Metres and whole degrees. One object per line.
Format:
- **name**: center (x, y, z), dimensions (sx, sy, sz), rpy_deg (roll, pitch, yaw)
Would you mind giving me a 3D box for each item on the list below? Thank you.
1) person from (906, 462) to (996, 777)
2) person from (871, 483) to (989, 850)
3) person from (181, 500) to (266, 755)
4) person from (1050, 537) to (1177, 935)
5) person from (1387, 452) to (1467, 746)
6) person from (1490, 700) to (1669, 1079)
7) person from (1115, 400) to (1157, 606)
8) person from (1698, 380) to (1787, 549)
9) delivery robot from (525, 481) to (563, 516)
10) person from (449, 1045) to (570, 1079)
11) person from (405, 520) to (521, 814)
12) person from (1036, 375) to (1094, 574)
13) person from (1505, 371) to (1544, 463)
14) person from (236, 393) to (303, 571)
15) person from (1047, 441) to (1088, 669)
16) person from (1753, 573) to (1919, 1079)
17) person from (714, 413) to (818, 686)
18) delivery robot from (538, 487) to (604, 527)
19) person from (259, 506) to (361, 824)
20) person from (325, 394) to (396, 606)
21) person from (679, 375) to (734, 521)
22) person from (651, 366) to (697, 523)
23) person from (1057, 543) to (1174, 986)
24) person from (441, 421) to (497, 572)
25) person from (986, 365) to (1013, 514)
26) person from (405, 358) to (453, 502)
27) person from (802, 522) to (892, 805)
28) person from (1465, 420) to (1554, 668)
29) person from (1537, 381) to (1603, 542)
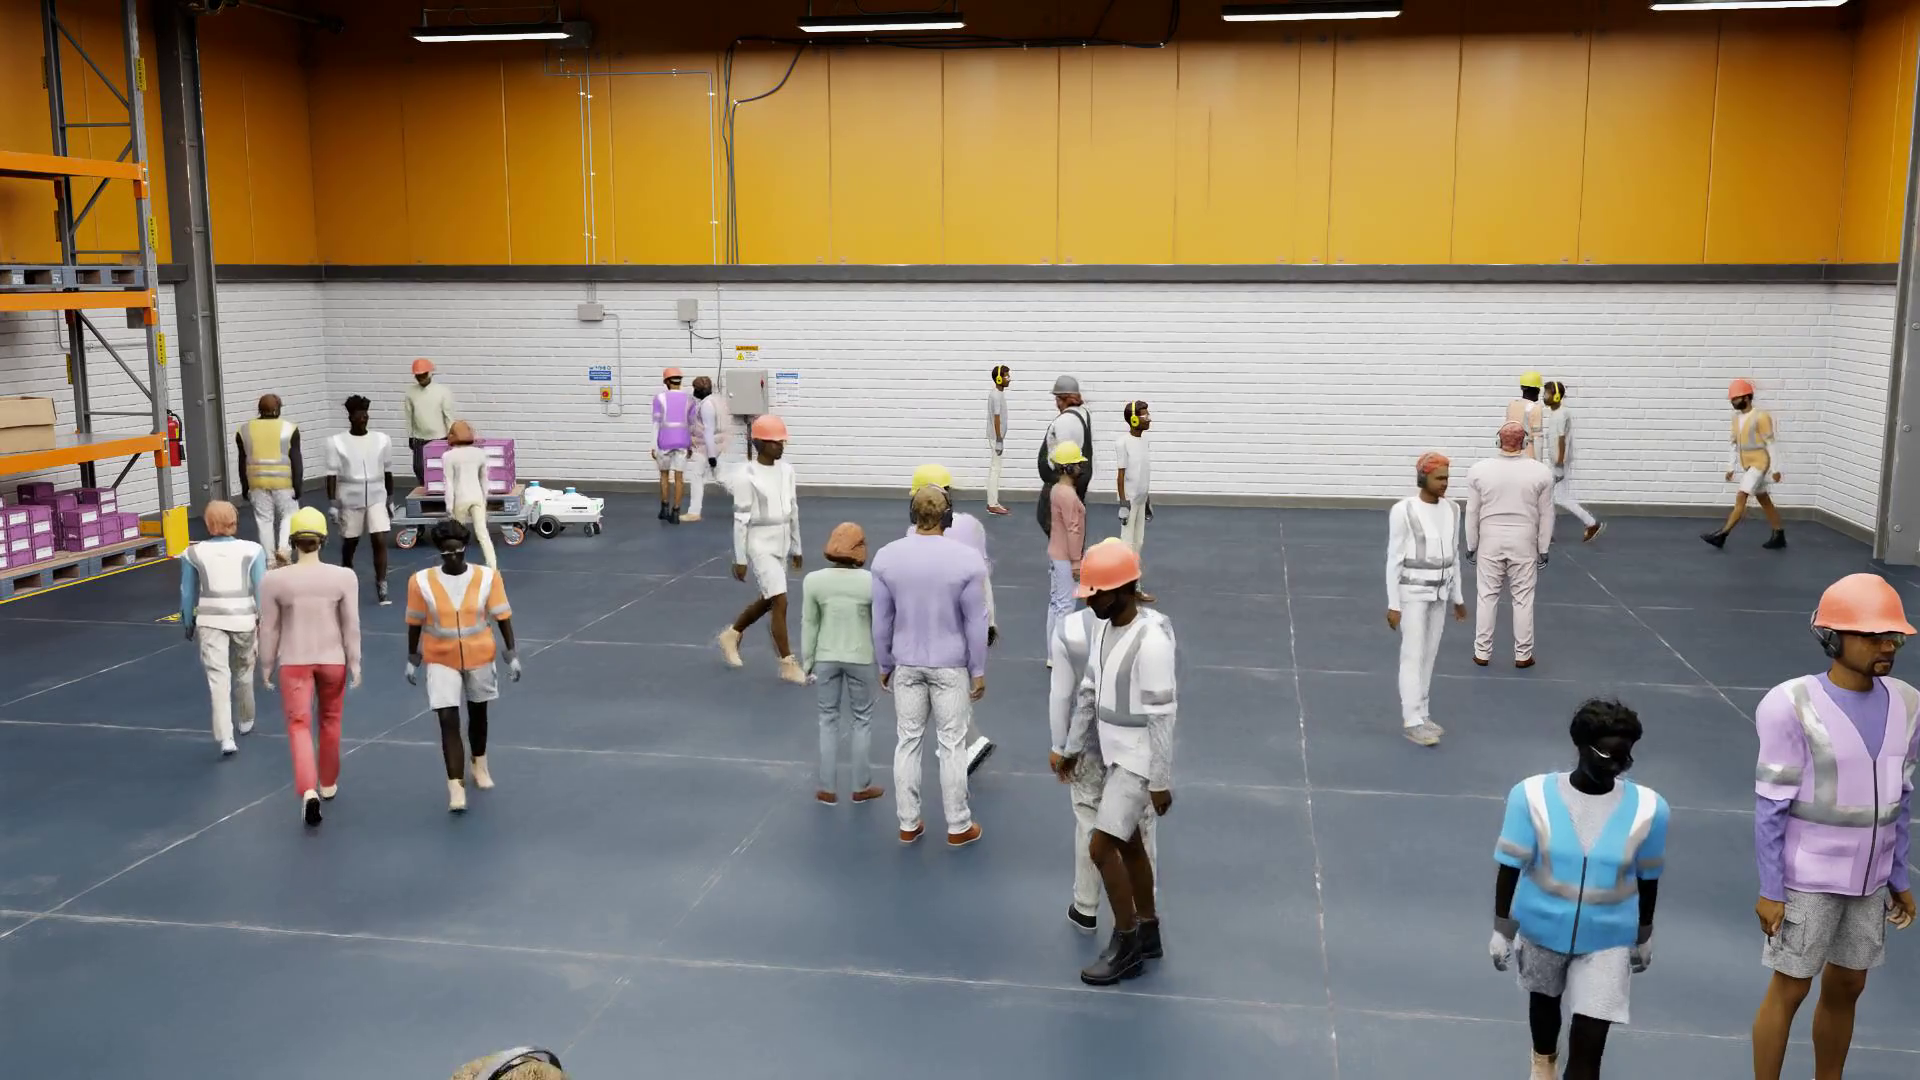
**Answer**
- **person**: center (-0.009, 0.485, 10.055), dimensions (0.621, 1.892, 0.760), rpy_deg (-7, 11, -36)
- **person**: center (-0.154, 0.667, 8.746), dimensions (0.629, 1.940, 0.379), rpy_deg (3, 10, 17)
- **person**: center (-4.676, 0.543, 10.596), dimensions (0.524, 1.590, 0.875), rpy_deg (-3, 10, -20)
- **person**: center (0.694, 0.899, 7.629), dimensions (0.586, 1.835, 0.403), rpy_deg (-1, 9, -5)
- **person**: center (3.033, 0.371, 10.783), dimensions (0.591, 1.883, 0.404), rpy_deg (-5, 11, -31)
- **person**: center (2.096, 1.313, 5.662), dimensions (0.534, 1.644, 0.906), rpy_deg (4, 10, 23)
- **person**: center (1.602, -0.334, 15.158), dimensions (0.328, 1.877, 0.513), rpy_deg (6, 11, 34)
- **person**: center (8.636, -0.815, 18.194), dimensions (1.025, 1.850, 0.552), rpy_deg (-1, 9, -4)
- **delivery robot**: center (-5.033, -0.454, 19.691), dimensions (0.477, 0.478, 0.707), rpy_deg (5, 10, 27)
- **person**: center (-0.724, 1.678, 2.550), dimensions (0.665, 1.927, 0.487), rpy_deg (-7, 12, -38)
- **person**: center (-2.814, 0.696, 9.429), dimensions (0.606, 1.638, 0.863), rpy_deg (-3, 10, -20)
- **person**: center (1.043, -0.652, 16.612), dimensions (0.536, 2.000, 0.690), rpy_deg (5, 11, 30)
- **person**: center (6.382, -0.942, 18.767), dimensions (0.369, 1.927, 0.588), rpy_deg (-3, 10, -20)
- **person**: center (-6.916, -0.559, 16.706), dimensions (0.630, 1.824, 0.462), rpy_deg (-2, 9, -12)
- **person**: center (0.814, 0.140, 12.539), dimensions (0.301, 1.772, 0.525), rpy_deg (-2, 9, -10)
- **person**: center (2.956, 1.120, 5.598), dimensions (0.607, 2.048, 0.370), rpy_deg (-2, 9, -15)
- **person**: center (-1.475, 0.049, 12.382), dimensions (0.975, 2.011, 0.621), rpy_deg (6, 11, 32)
- **delivery robot**: center (-4.467, -0.361, 19.117), dimensions (0.707, 0.478, 0.477), rpy_deg (0, 9, -2)
- **person**: center (-3.609, 0.682, 9.271), dimensions (0.529, 1.734, 0.816), rpy_deg (-4, 10, -23)
- **person**: center (-5.555, -0.395, 15.386), dimensions (0.616, 1.936, 0.922), rpy_deg (-6, 11, -31)
- **person**: center (-2.991, -1.114, 20.240), dimensions (0.888, 1.802, 0.620), rpy_deg (1, 9, 8)
- **person**: center (-3.487, -1.162, 20.240), dimensions (0.574, 1.887, 0.672), rpy_deg (-3, 10, -19)
- **person**: center (0.669, 0.941, 7.151), dimensions (0.549, 1.905, 0.565), rpy_deg (-2, 9, -15)
- **person**: center (-4.827, -0.375, 16.297), dimensions (0.874, 1.588, 0.524), rpy_deg (8, 12, 42)
- **person**: center (0.493, -1.257, 20.929), dimensions (0.334, 1.862, 0.519), rpy_deg (0, 9, 0)
- **person**: center (-6.645, -1.296, 20.802), dimensions (0.643, 1.972, 0.454), rpy_deg (1, 9, 4)
- **person**: center (-0.652, 0.707, 9.495), dimensions (0.514, 1.616, 0.354), rpy_deg (2, 9, 13)
- **person**: center (4.207, 0.033, 12.769), dimensions (0.642, 1.913, 0.408), rpy_deg (3, 10, 20)
- **person**: center (6.728, -0.847, 18.439), dimensions (0.751, 1.846, 0.526), rpy_deg (1, 9, 5)
